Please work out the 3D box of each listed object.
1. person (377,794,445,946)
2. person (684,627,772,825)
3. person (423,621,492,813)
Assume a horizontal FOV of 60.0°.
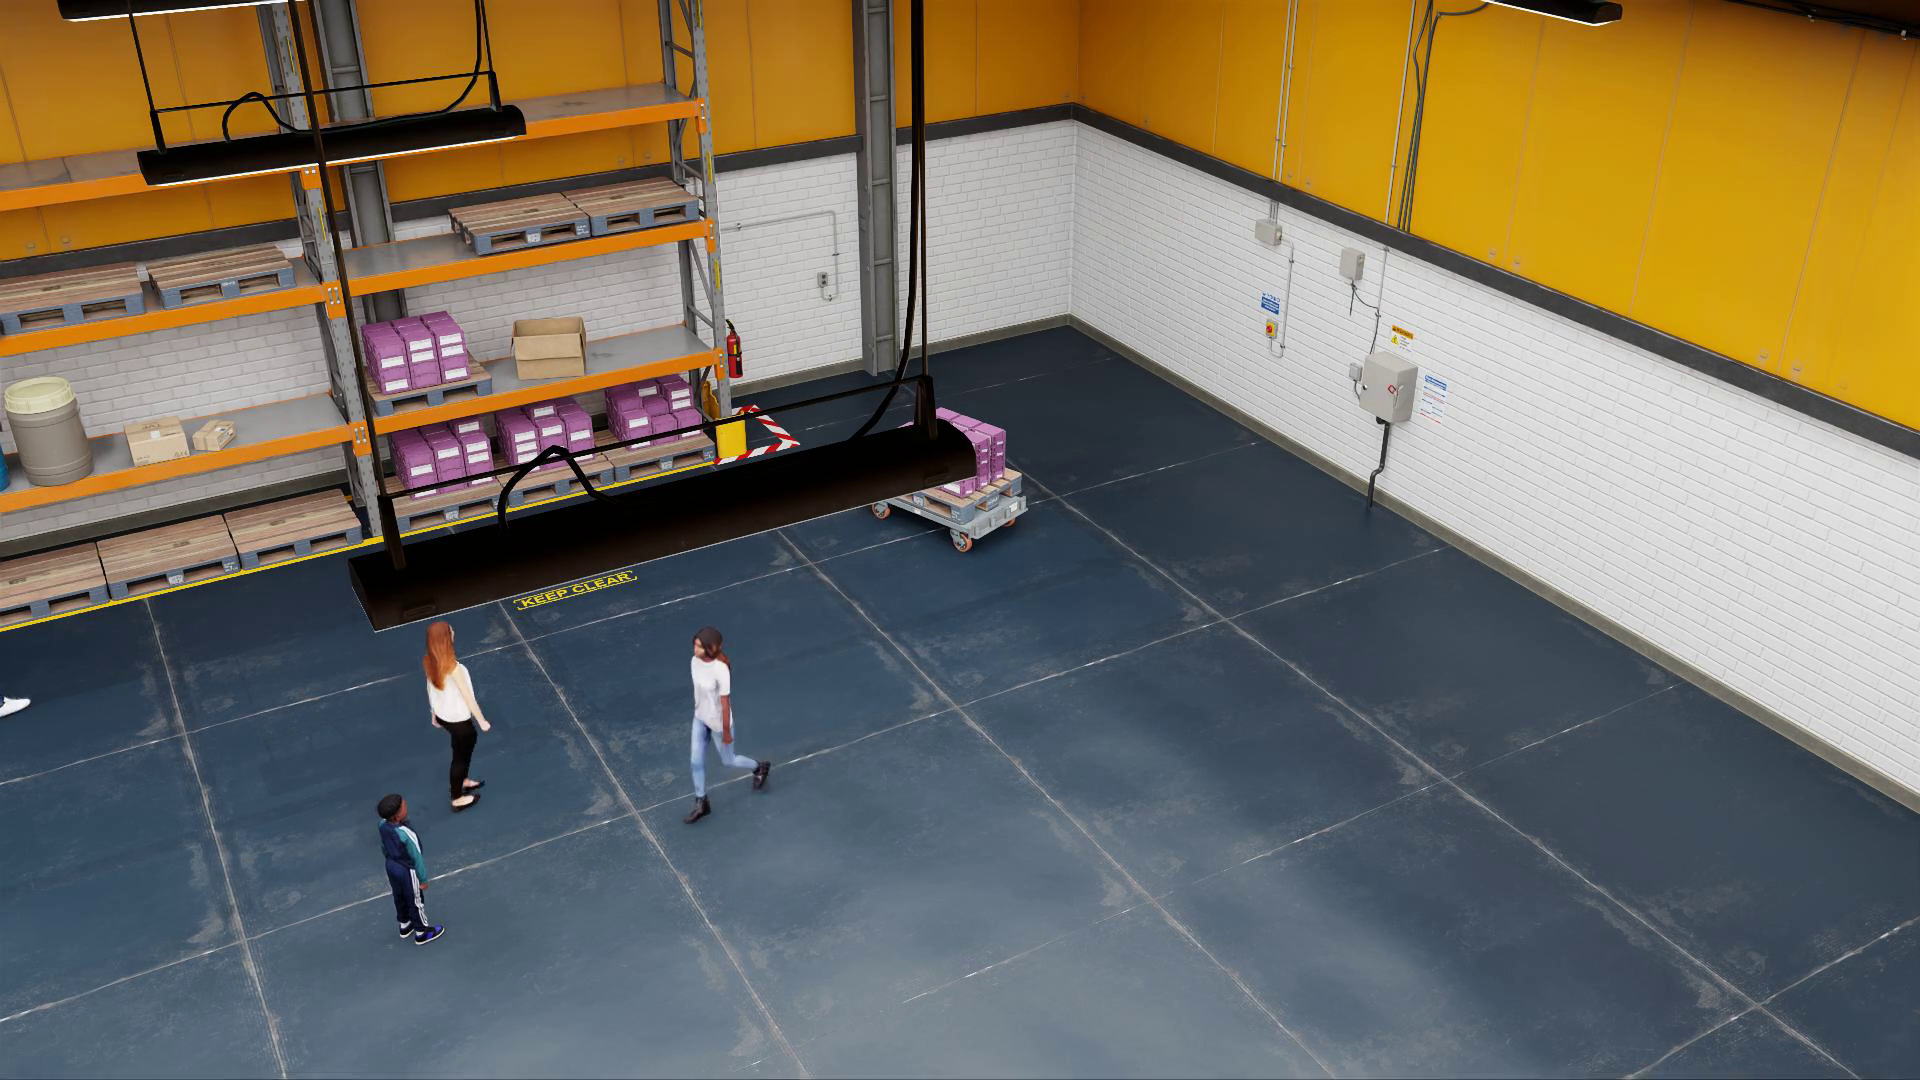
[{"bbox_3d":[-3.978,2.336,11.897,0.568,1.256,0.581,18,33,29],"label":"person"},{"bbox_3d":[-1.872,1.419,13.123,0.794,1.694,1.115,24,37,37],"label":"person"},{"bbox_3d":[-4.046,1.429,13.087,0.667,1.709,0.650,-24,37,-37],"label":"person"}]
